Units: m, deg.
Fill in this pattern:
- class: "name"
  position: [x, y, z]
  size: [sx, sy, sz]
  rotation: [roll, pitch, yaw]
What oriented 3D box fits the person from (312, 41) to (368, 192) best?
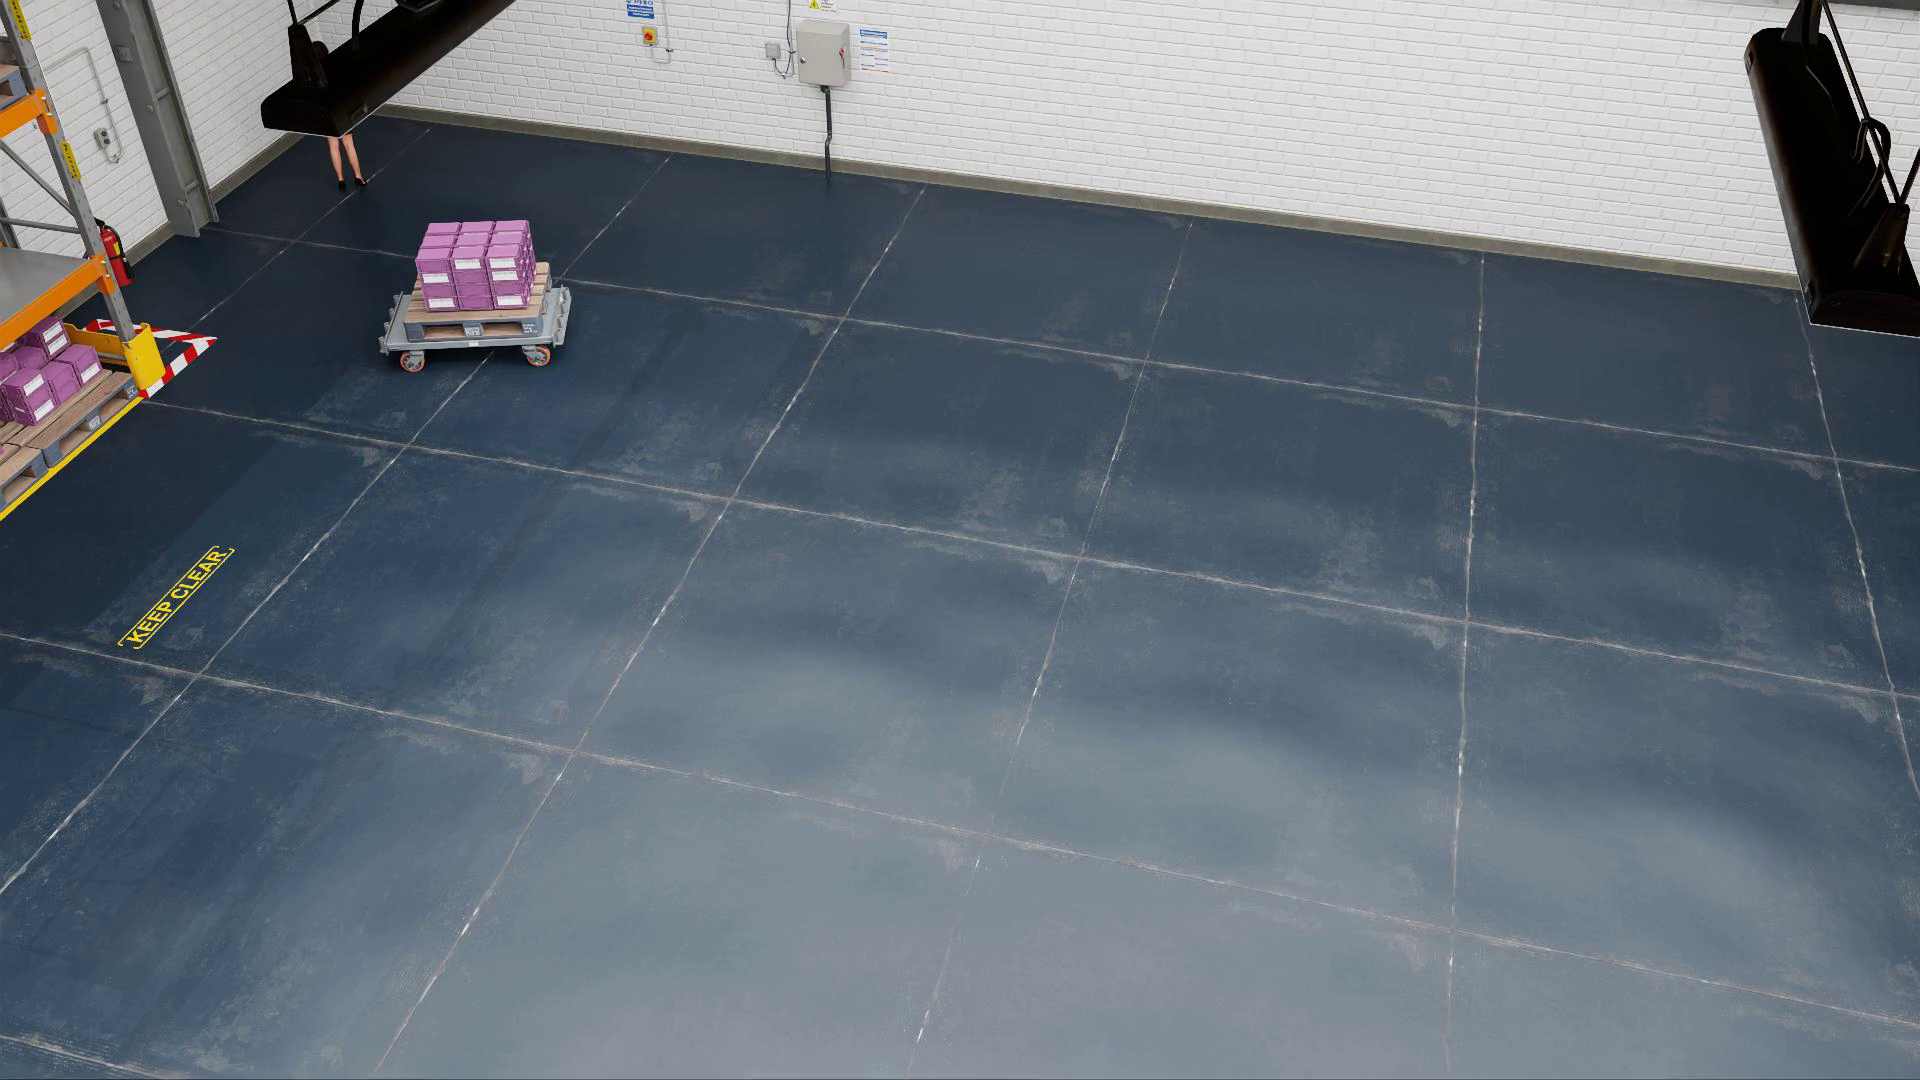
- class: "person"
  position: [-6.675, -4.512, 17.734]
  size: [0.622, 1.650, 0.616]
  rotation: [-7, 39, -9]
